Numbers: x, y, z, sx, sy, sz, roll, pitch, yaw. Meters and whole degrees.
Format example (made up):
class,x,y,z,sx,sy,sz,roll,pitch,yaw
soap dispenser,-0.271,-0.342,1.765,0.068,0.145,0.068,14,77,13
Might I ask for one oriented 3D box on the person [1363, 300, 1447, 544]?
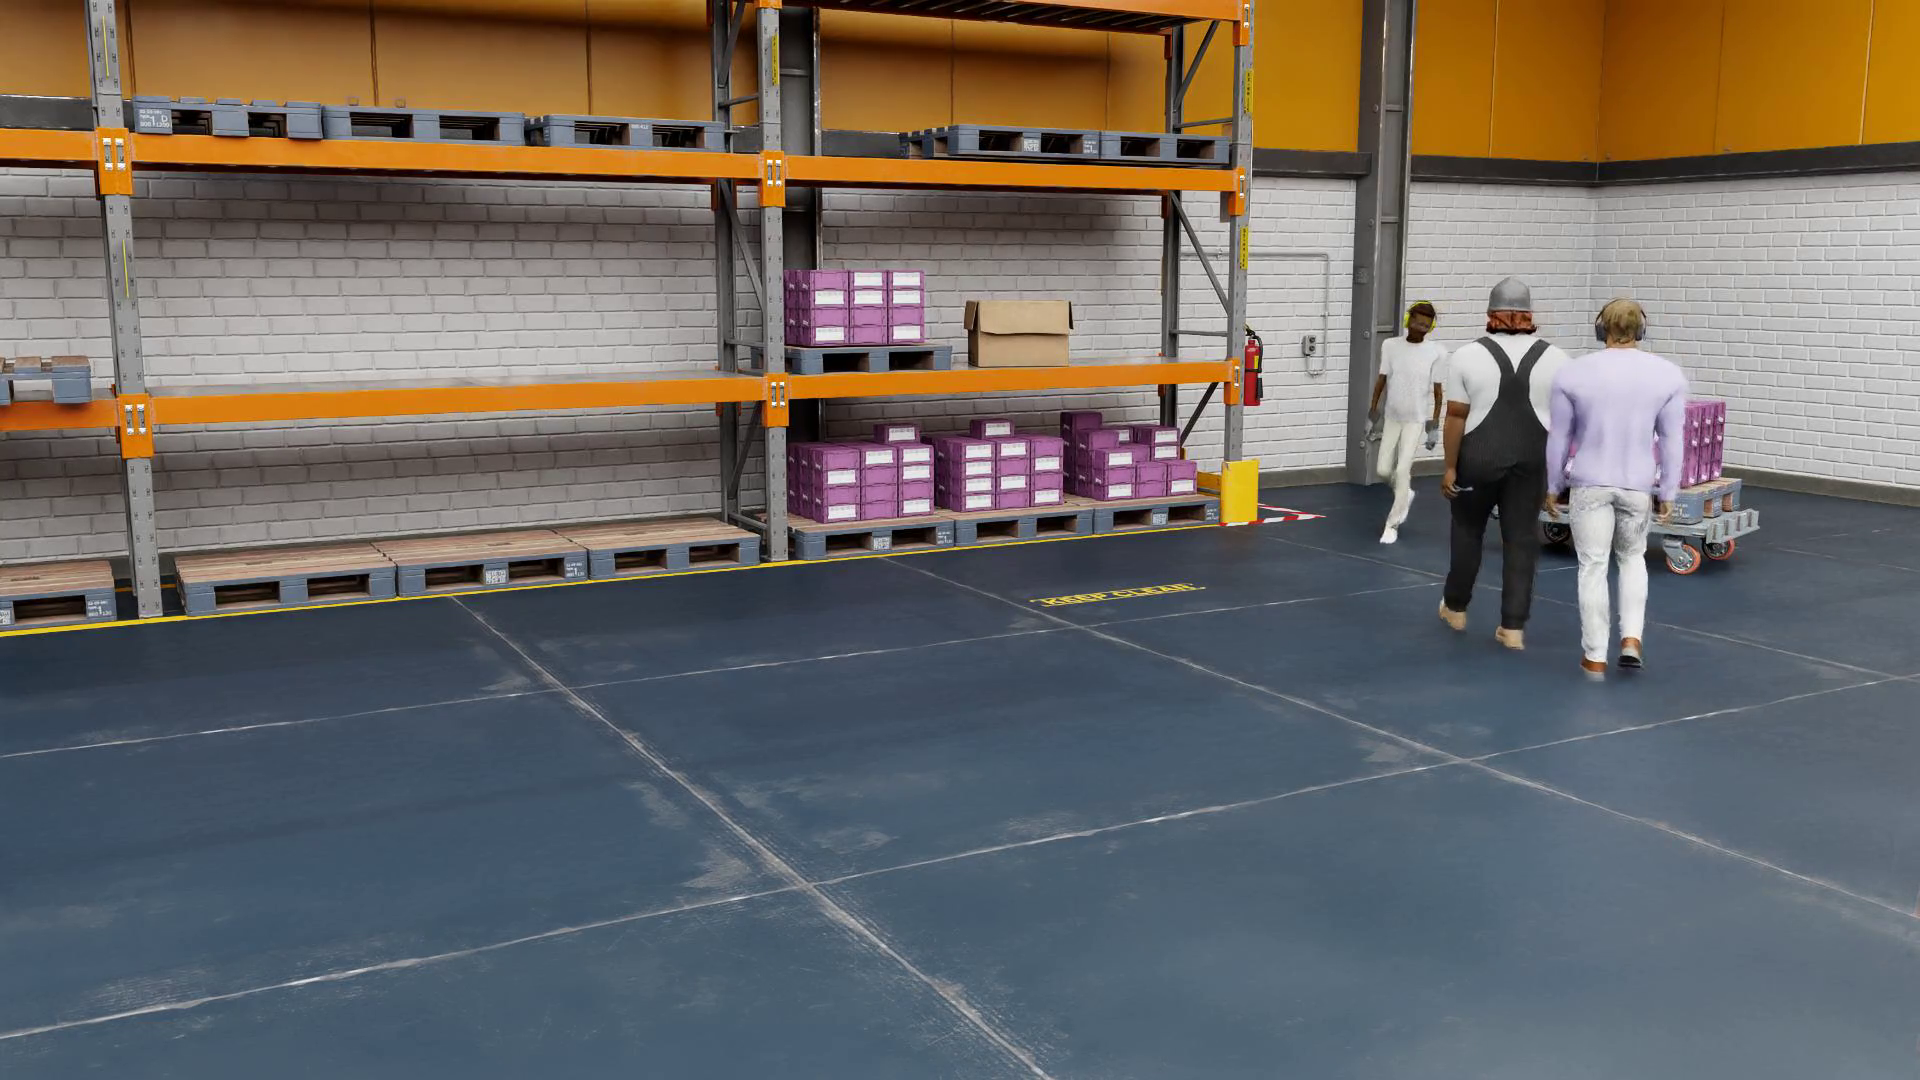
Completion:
class,x,y,z,sx,sy,sz,roll,pitch,yaw
person,3.384,-0.897,12.606,0.599,1.821,0.631,6,11,32

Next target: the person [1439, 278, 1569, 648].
class,x,y,z,sx,sy,sz,roll,pitch,yaw
person,3.017,-0.465,9.310,0.707,2.000,0.922,1,9,5

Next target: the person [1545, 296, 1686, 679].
class,x,y,z,sx,sy,sz,roll,pitch,yaw
person,3.282,-0.258,8.399,0.628,1.923,0.450,2,10,11
